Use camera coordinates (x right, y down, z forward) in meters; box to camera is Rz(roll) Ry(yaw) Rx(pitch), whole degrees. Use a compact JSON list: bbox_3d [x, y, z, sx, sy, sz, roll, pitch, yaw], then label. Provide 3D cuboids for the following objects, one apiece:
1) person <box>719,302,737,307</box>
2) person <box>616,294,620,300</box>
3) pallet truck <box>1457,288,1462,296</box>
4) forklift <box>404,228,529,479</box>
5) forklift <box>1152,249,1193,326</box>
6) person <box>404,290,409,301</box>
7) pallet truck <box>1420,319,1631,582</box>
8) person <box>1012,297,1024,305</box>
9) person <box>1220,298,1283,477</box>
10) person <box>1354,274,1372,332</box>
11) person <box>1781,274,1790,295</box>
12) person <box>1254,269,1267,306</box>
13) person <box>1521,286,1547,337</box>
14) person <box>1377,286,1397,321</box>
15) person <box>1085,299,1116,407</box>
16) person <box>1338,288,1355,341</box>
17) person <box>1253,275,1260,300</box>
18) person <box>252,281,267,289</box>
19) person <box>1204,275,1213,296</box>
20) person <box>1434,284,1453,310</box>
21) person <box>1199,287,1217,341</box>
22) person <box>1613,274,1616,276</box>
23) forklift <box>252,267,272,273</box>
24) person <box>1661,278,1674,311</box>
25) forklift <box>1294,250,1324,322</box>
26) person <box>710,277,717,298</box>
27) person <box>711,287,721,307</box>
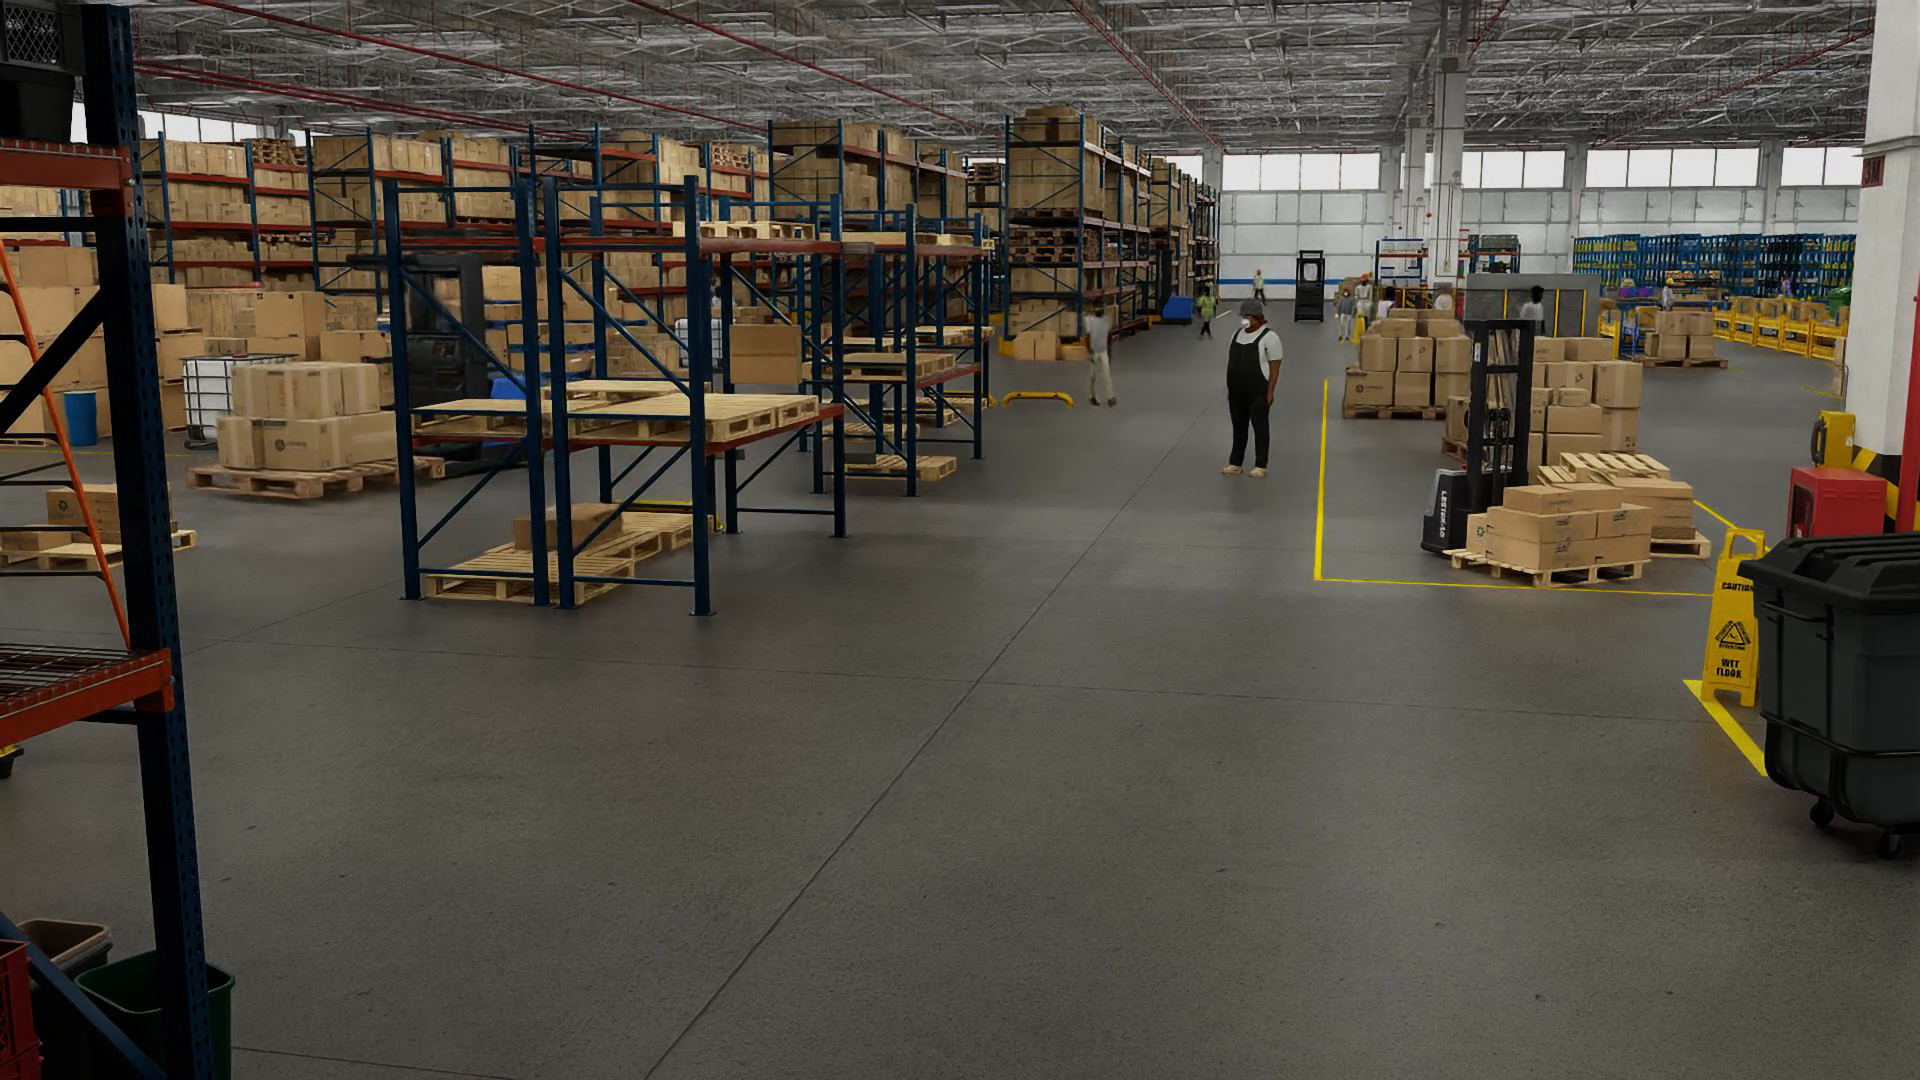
[{"bbox_3d":[-5.916,-5.505,42.467,0.512,1.642,0.312,-5,11,-28],"label":"person"},{"bbox_3d":[-8.442,-5.242,40.943,0.524,1.632,0.314,0,10,-1],"label":"person"},{"bbox_3d":[20.506,-9.785,68.819,0.653,1.274,1.630,2,10,12],"label":"pallet truck"},{"bbox_3d":[-5.922,-2.219,19.345,1.129,2.768,1.873,4,11,25],"label":"forklift"},{"bbox_3d":[7.646,-9.320,61.395,1.873,2.768,1.129,2,10,11],"label":"forklift"},{"bbox_3d":[-12.398,-4.827,37.745,1.040,1.881,0.658,-1,10,-4],"label":"person"},{"bbox_3d":[4.543,-0.757,13.299,0.823,1.965,1.885,-4,10,-22],"label":"pallet truck"},{"bbox_3d":[2.049,-8.362,59.014,0.325,1.769,0.524,-9,13,-44],"label":"person"},{"bbox_3d":[3.290,-1.733,18.950,0.536,2.000,0.681,-9,13,-42],"label":"person"},{"bbox_3d":[12.805,-7.433,52.832,0.631,1.991,1.031,4,10,24],"label":"person"},{"bbox_3d":[35.794,-10.615,72.121,0.570,1.843,0.373,-8,13,-40],"label":"person"},{"bbox_3d":[15.893,-13.361,88.082,0.620,1.958,0.981,-4,10,-23],"label":"person"},{"bbox_3d":[11.969,-4.315,34.600,0.622,1.907,1.049,-8,12,-39],"label":"person"},{"bbox_3d":[9.338,-4.608,36.387,0.461,1.899,0.612,-3,10,-17],"label":"person"},{"bbox_3d":[2.368,-3.125,27.864,0.540,1.814,0.968,-3,10,-16],"label":"person"},{"bbox_3d":[11.690,-6.813,50.368,0.507,1.587,0.859,3,10,18],"label":"person"},{"bbox_3d":[16.058,-13.480,89.715,0.545,1.622,0.364,-7,12,-36],"label":"person"},{"bbox_3d":[-15.664,-4.792,37.241,0.459,1.983,0.635,0,10,2],"label":"person"},{"bbox_3d":[11.108,-10.966,74.438,0.310,1.769,0.525,-7,12,-36],"label":"person"},{"bbox_3d":[11.864,-5.346,40.807,0.650,1.883,0.749,-7,12,-37],"label":"person"},{"bbox_3d":[7.513,-6.900,50.714,0.527,1.645,0.897,-4,11,-24],"label":"person"},{"bbox_3d":[35.445,-13.591,90.155,0.891,1.712,0.582,2,10,12],"label":"person"},{"bbox_3d":[-24.612,-8.833,58.511,1.129,2.768,1.873,2,10,12],"label":"forklift"},{"bbox_3d":[24.688,-8.221,58.042,0.403,1.817,0.602,7,12,35],"label":"person"},{"bbox_3d":[13.778,-10.002,65.433,1.129,2.768,1.873,2,10,12],"label":"forklift"},{"bbox_3d":[-7.541,-7.058,50.791,0.372,1.938,0.630,-7,12,-34],"label":"person"},{"bbox_3d":[-7.160,-6.661,49.266,0.543,1.640,0.893,3,10,19],"label":"person"}]
